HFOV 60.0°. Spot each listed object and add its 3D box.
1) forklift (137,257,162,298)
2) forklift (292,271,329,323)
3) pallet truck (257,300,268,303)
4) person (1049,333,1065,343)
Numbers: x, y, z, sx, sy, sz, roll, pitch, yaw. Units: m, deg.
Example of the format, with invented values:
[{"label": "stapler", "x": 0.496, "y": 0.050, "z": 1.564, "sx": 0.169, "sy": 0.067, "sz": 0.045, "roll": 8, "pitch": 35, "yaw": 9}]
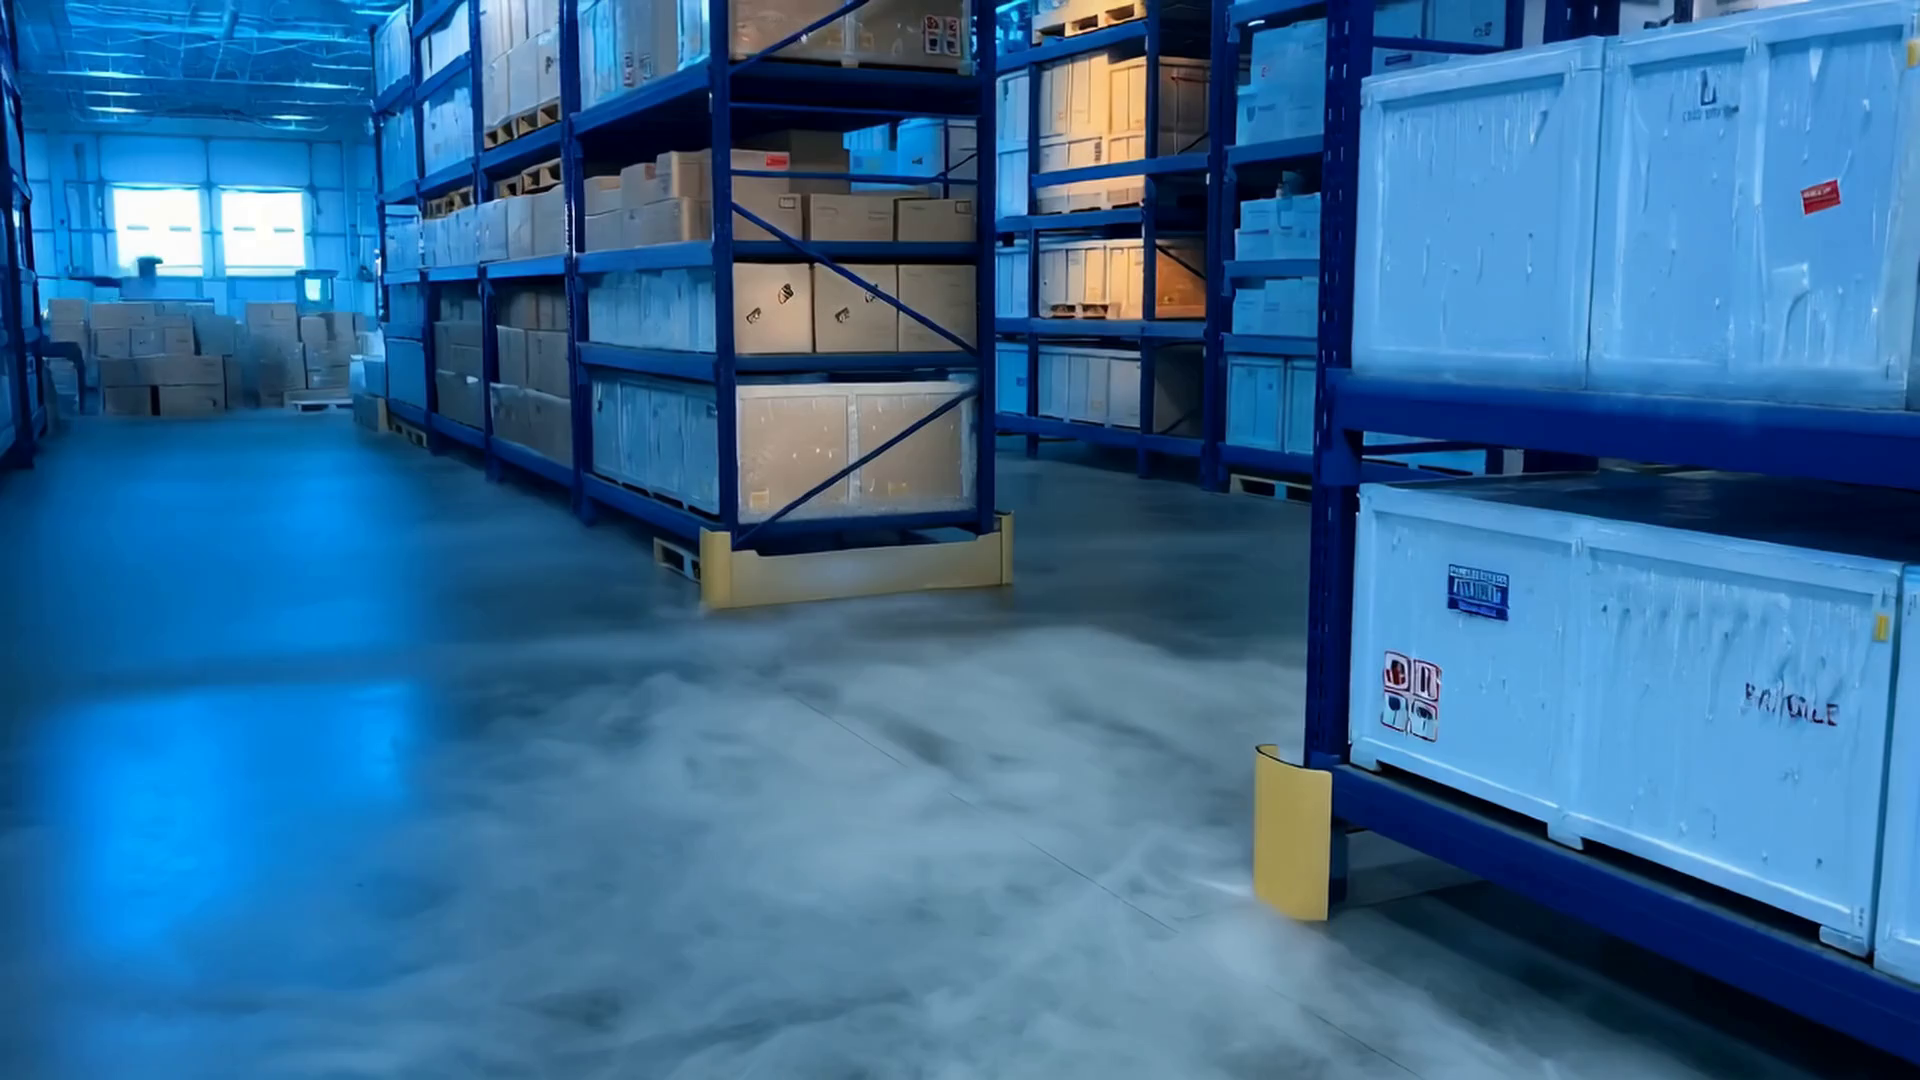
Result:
[{"label": "forklift", "x": -15.871, "y": -4.143, "z": 32.656, "sx": 1.873, "sy": 2.768, "sz": 1.129, "roll": -4, "pitch": 9, "yaw": -27}, {"label": "forklift", "x": -18.631, "y": -6.347, "z": 47.856, "sx": 1.873, "sy": 2.768, "sz": 1.129, "roll": 8, "pitch": 12, "yaw": 44}, {"label": "pallet truck", "x": -23.913, "y": -7.404, "z": 58.171, "sx": 1.885, "sy": 1.965, "sz": 0.823, "roll": -1, "pitch": 8, "yaw": -9}, {"label": "person", "x": 1.902, "y": -3.627, "z": 32.333, "sx": 0.357, "sy": 1.938, "sz": 0.542, "roll": 0, "pitch": 8, "yaw": 0}]
